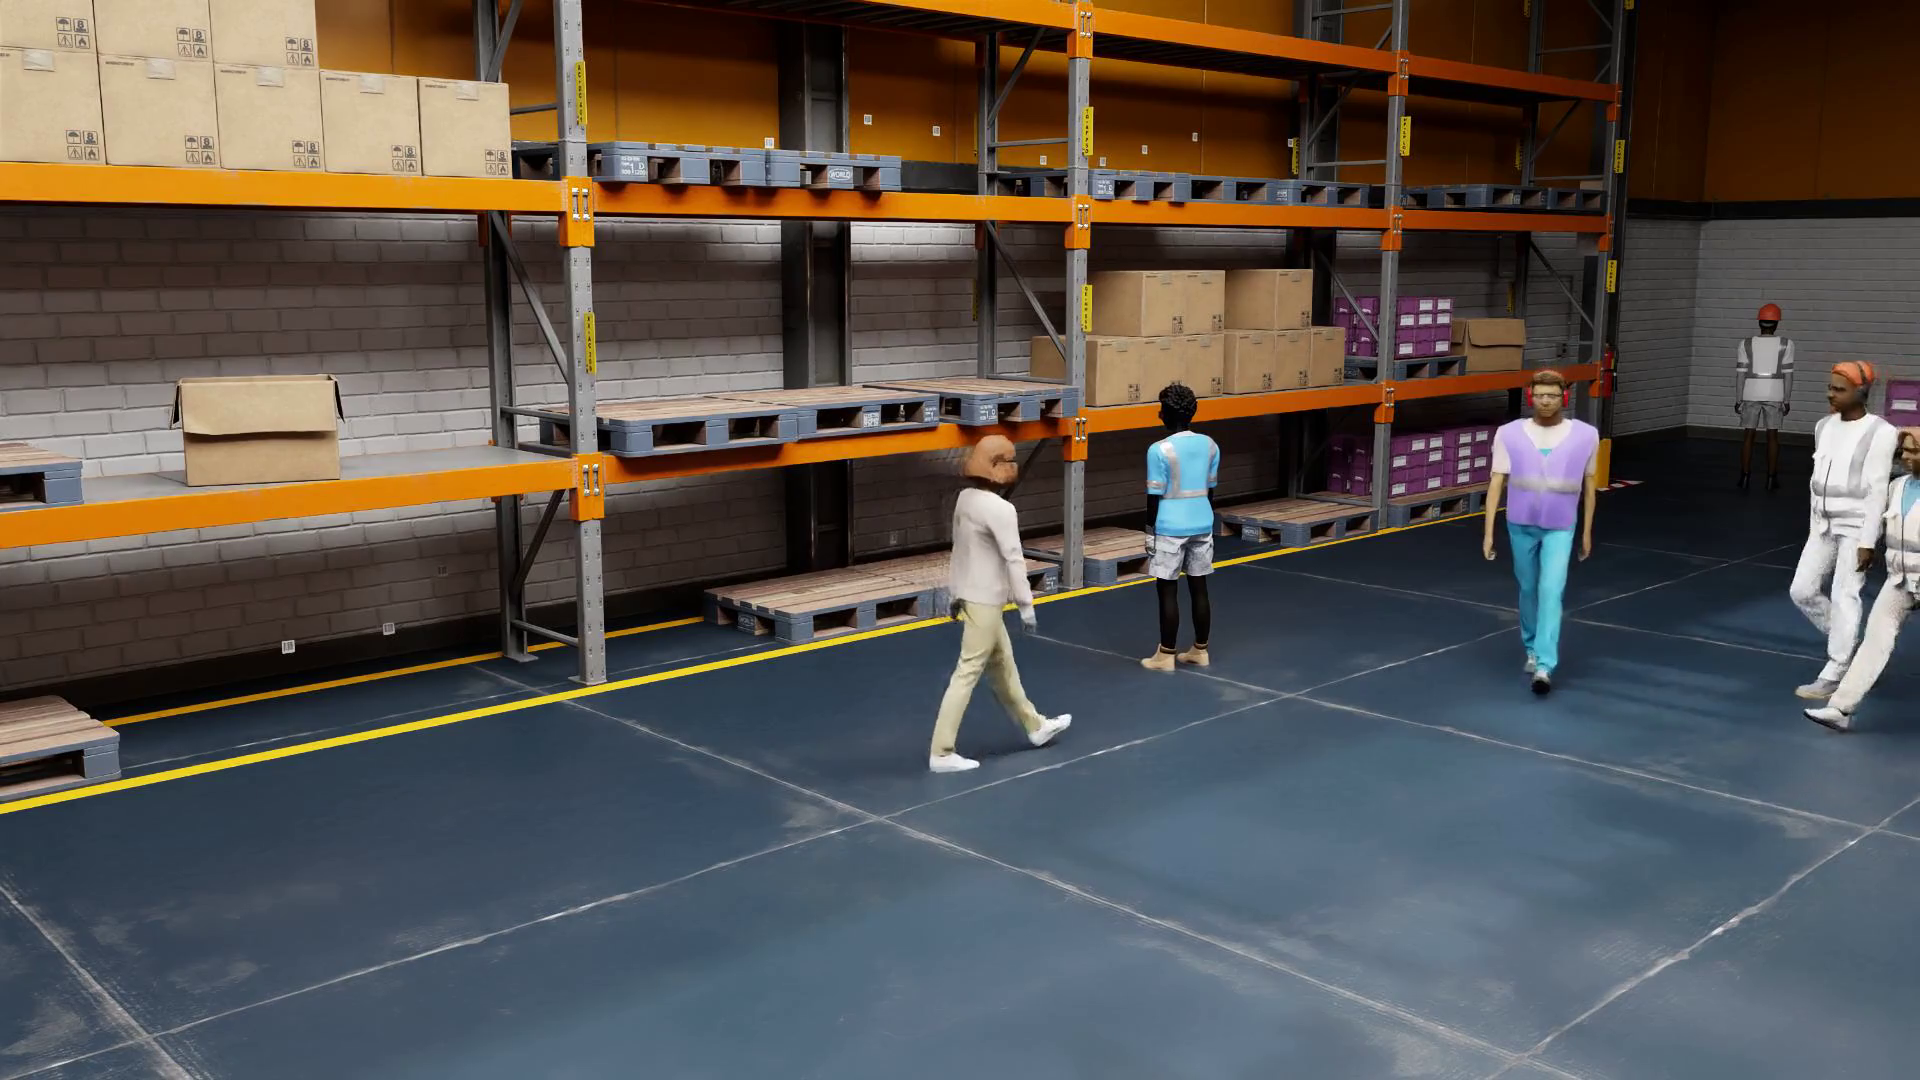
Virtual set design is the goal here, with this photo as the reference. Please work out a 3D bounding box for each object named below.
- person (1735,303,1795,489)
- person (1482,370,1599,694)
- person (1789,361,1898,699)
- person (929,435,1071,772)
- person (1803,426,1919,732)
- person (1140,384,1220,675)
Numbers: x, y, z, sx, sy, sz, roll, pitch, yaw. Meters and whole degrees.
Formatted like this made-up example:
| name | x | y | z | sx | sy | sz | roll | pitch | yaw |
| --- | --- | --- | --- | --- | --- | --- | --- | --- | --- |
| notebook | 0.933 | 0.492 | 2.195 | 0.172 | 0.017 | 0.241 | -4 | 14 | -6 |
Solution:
| name | x | y | z | sx | sy | sz | roll | pitch | yaw |
| --- | --- | --- | --- | --- | --- | --- | --- | --- | --- |
| person | 8.401 | -1.496 | 17.398 | 0.543 | 1.939 | 0.360 | 5 | 11 | 27 |
| person | 3.265 | -0.058 | 9.400 | 0.586 | 1.788 | 0.984 | 4 | 10 | 22 |
| person | 4.848 | -0.047 | 9.106 | 0.436 | 1.870 | 0.588 | -2 | 10 | -14 |
| person | 0.195 | 0.295 | 7.932 | 0.851 | 1.588 | 0.525 | -4 | 10 | -22 |
| person | 4.768 | 0.225 | 8.337 | 0.898 | 1.587 | 0.517 | -2 | 10 | -13 |
| person | 1.283 | -0.057 | 9.701 | 0.534 | 1.694 | 0.320 | -7 | 12 | -34 |
